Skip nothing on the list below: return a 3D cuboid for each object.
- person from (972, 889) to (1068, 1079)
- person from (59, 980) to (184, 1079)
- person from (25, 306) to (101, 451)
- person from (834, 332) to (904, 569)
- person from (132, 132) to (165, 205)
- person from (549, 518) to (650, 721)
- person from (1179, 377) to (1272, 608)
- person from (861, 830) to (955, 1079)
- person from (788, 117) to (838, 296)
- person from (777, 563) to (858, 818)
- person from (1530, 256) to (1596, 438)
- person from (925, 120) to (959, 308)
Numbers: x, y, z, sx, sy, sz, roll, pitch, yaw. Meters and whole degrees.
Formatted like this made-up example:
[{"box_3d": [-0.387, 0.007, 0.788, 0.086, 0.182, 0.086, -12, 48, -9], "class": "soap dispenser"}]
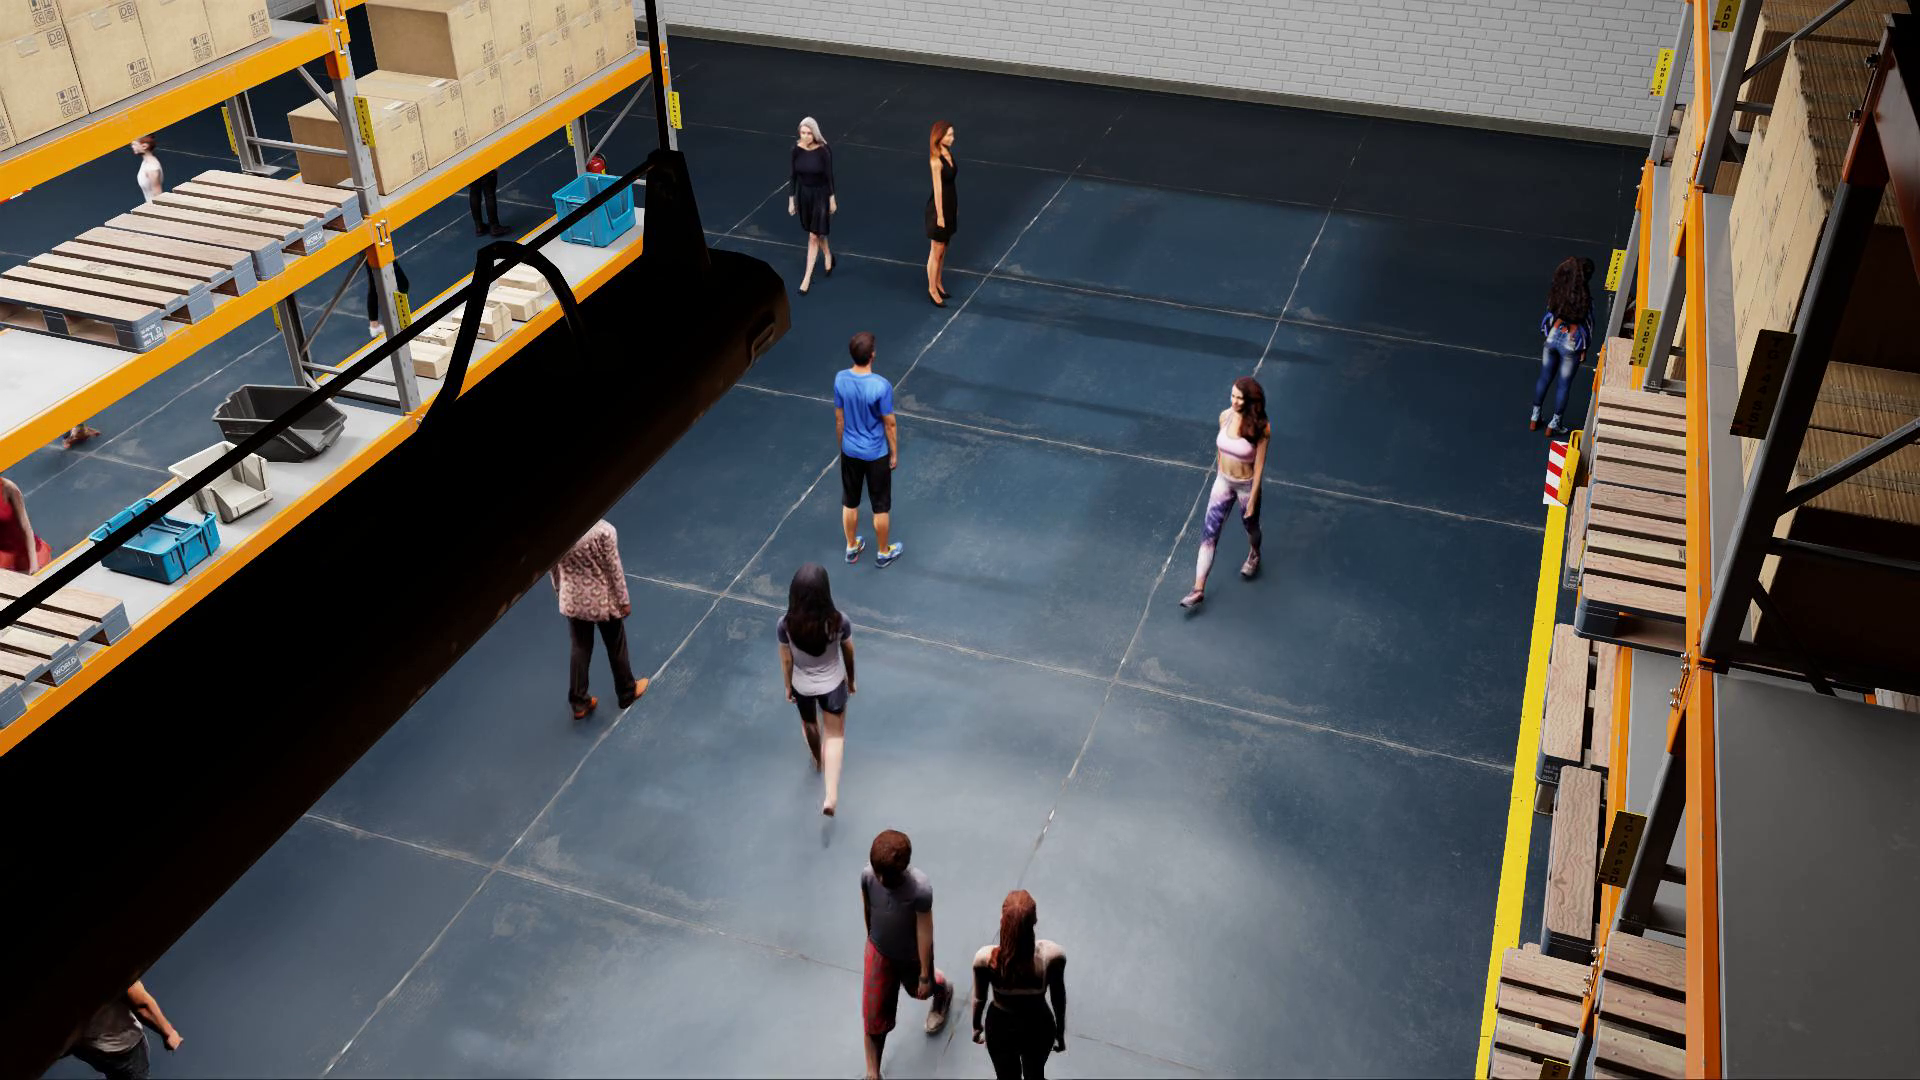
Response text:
[{"box_3d": [0.286, 2.381, 7.785, 0.724, 1.737, 0.806, 0, 34, 0], "class": "person"}, {"box_3d": [-4.003, 2.364, 7.682, 0.728, 1.878, 0.735, 8, 35, 12], "class": "person"}, {"box_3d": [-7.536, -1.454, 13.675, 0.670, 1.602, 0.652, 18, 38, 25], "class": "person"}, {"box_3d": [-0.703, -0.653, 12.232, 0.605, 1.865, 0.537, 11, 35, 16], "class": "person"}, {"box_3d": [-7.626, -3.102, 15.985, 0.685, 1.790, 0.630, -15, 37, -21], "class": "person"}, {"box_3d": [-2.404, 0.374, 10.726, 0.707, 1.822, 0.791, 9, 35, 14], "class": "person"}, {"box_3d": [2.048, -0.383, 11.957, 0.828, 1.720, 1.244, 23, 40, 31], "class": "person"}, {"box_3d": [-0.247, 2.033, 8.419, 0.592, 1.614, 1.158, 12, 36, 18], "class": "person"}, {"box_3d": [-1.419, -3.330, 16.410, 0.654, 1.699, 1.177, 9, 35, 13], "class": "person"}, {"box_3d": [-0.866, 0.918, 10.039, 0.880, 1.677, 1.131, -2, 34, -3], "class": "person"}, {"box_3d": [5.057, -1.627, 13.922, 0.718, 1.617, 0.697, -23, 40, -31], "class": "person"}, {"box_3d": [-0.174, -3.138, 16.001, 0.658, 1.833, 0.490, 8, 34, 12], "class": "person"}]
